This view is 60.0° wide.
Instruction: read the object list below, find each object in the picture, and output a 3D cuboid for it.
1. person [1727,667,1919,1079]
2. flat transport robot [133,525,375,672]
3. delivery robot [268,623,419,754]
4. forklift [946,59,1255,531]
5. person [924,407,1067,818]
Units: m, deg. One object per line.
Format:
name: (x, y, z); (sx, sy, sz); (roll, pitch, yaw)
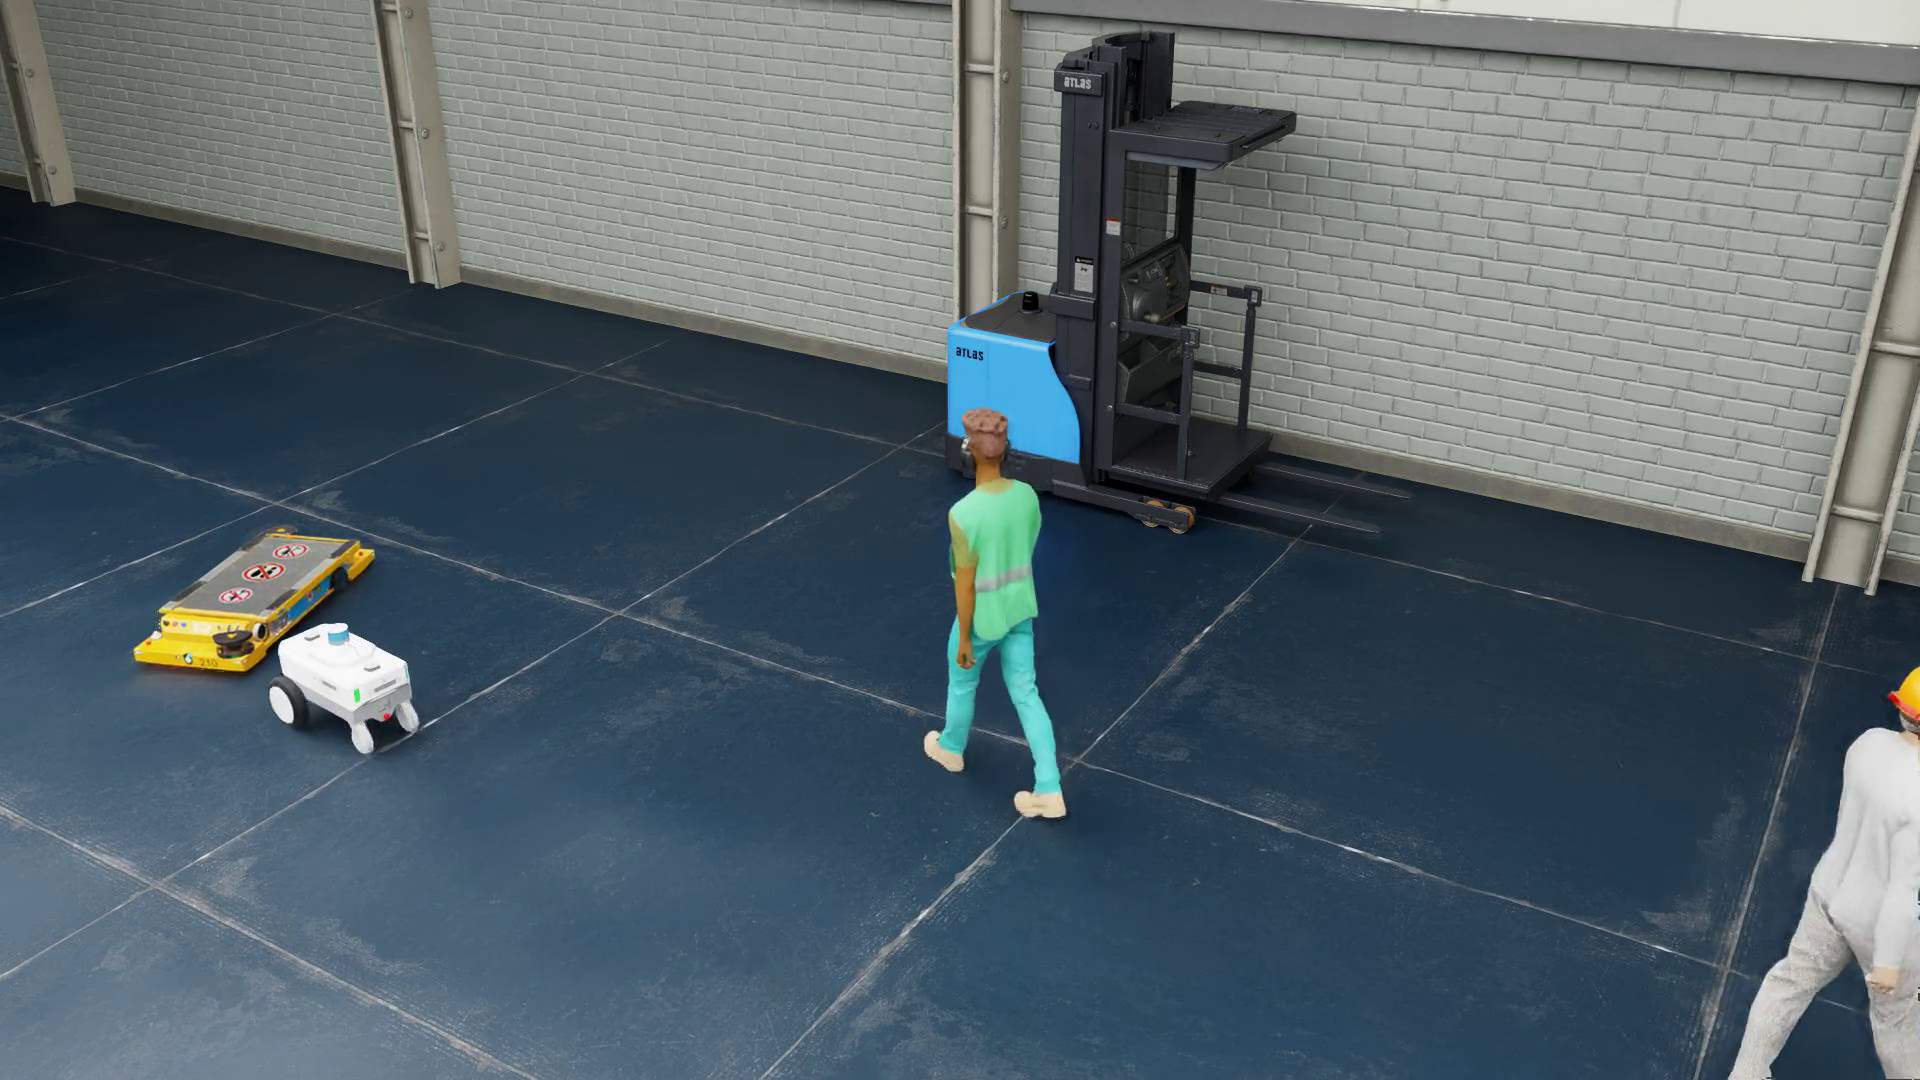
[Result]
person: (3.243, 1.247, 5.761); (0.923, 1.856, 0.589); (-2, 25, -4)
flat transport robot: (-4.032, 0.318, 9.586); (0.659, 0.231, 1.431); (5, 26, 9)
delivery robot: (-3.132, 0.706, 8.446); (0.793, 0.608, 0.499); (18, 31, 33)
forklift: (0.933, -1.707, 10.833); (1.873, 2.768, 1.129); (15, 29, 28)
person: (0.179, 0.337, 7.602); (0.499, 1.937, 0.984); (-17, 30, -31)
